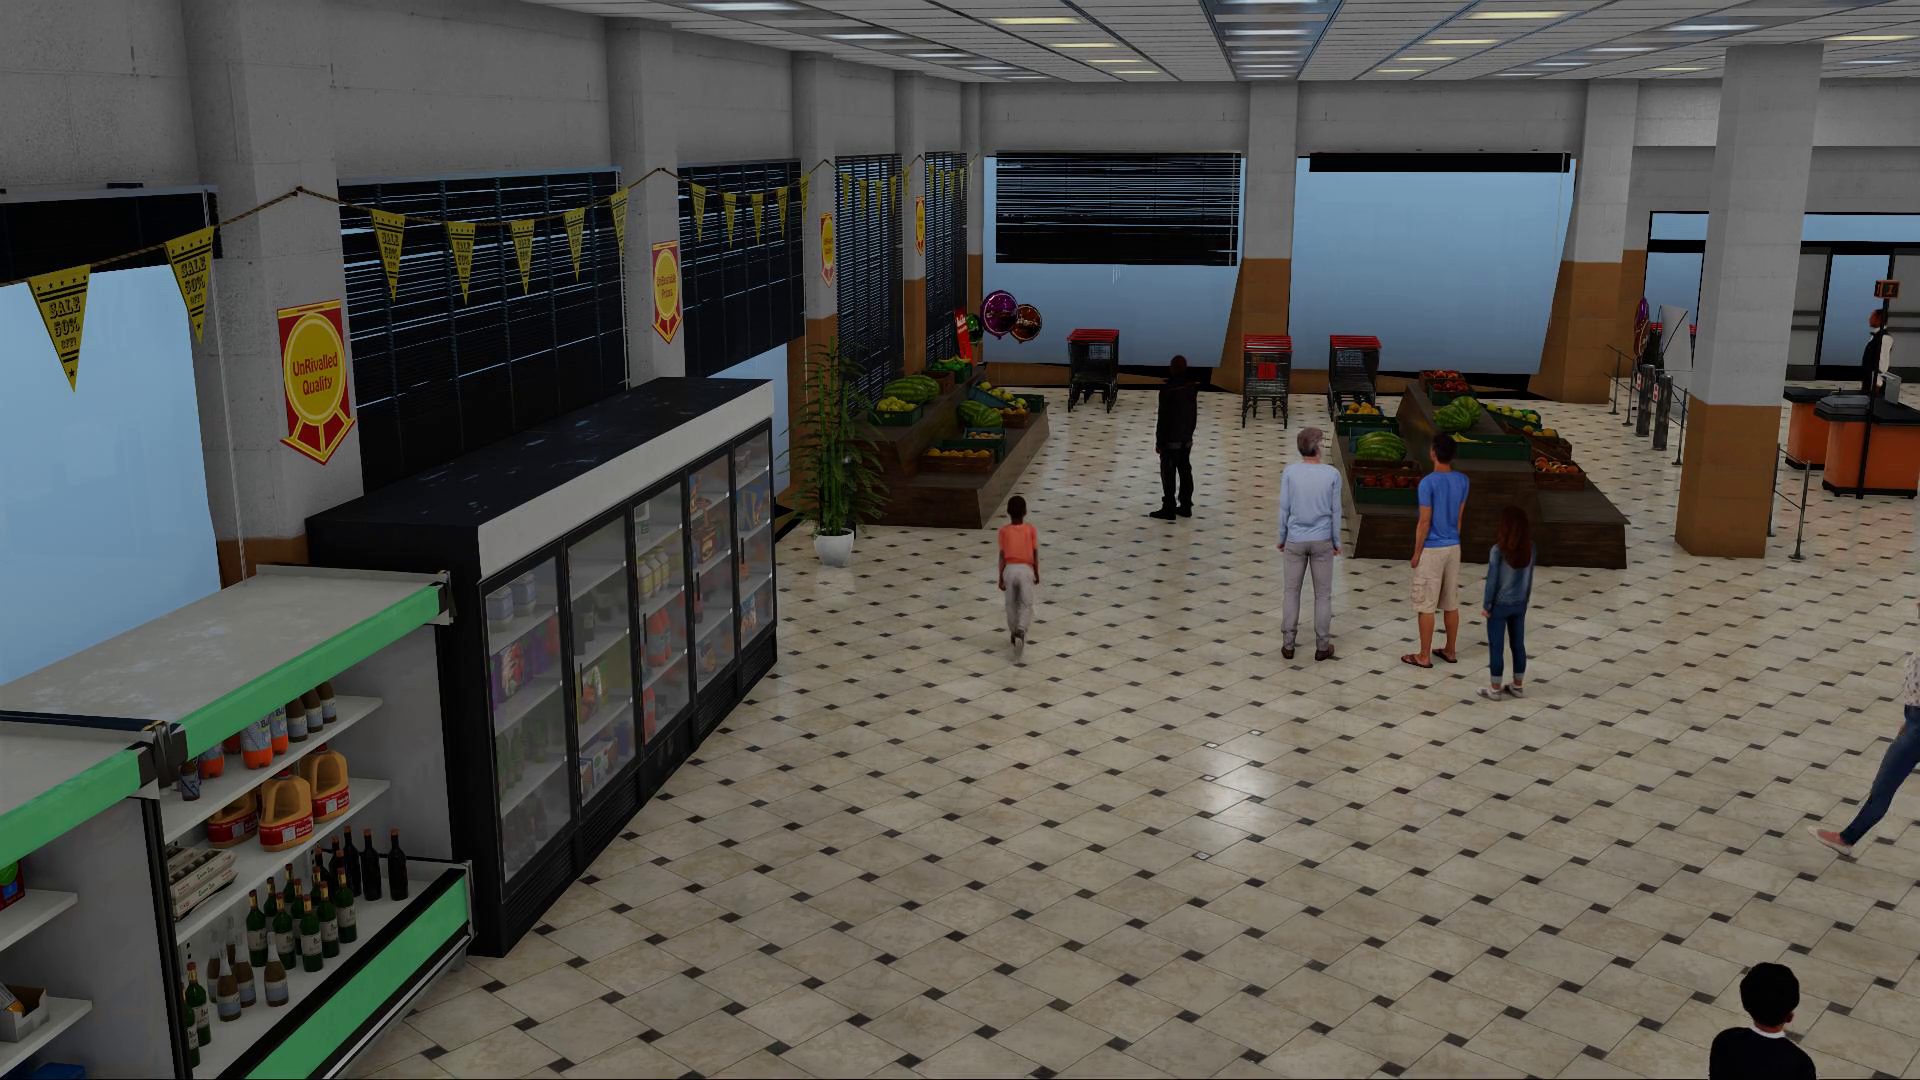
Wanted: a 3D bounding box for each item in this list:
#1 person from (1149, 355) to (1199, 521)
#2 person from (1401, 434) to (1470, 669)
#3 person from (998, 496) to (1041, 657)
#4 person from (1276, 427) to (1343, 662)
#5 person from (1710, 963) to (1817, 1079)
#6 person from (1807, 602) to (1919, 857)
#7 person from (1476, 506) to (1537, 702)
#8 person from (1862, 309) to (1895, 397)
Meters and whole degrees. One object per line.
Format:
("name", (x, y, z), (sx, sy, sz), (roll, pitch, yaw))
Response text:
("person", (2.399, -1.141, 18.385), (0.786, 1.824, 0.846), (-9, 17, -34))
("person", (3.818, 0.080, 13.268), (0.731, 1.862, 0.756), (-7, 15, -26))
("person", (0.481, 0.297, 13.589), (0.507, 1.291, 0.868), (2, 14, 6))
("person", (2.817, 0.027, 13.432), (0.688, 1.889, 0.584), (4, 14, 16))
("person", (2.914, 2.150, 6.106), (0.626, 1.216, 0.756), (7, 16, 28))
("person", (5.516, 1.132, 9.318), (1.127, 1.680, 1.082), (-13, 19, -43))
("person", (4.114, 0.473, 12.471), (0.630, 1.474, 0.640), (-5, 14, -20))
("person", (12.300, -2.143, 22.317), (0.774, 1.917, 0.562), (4, 14, 16))
